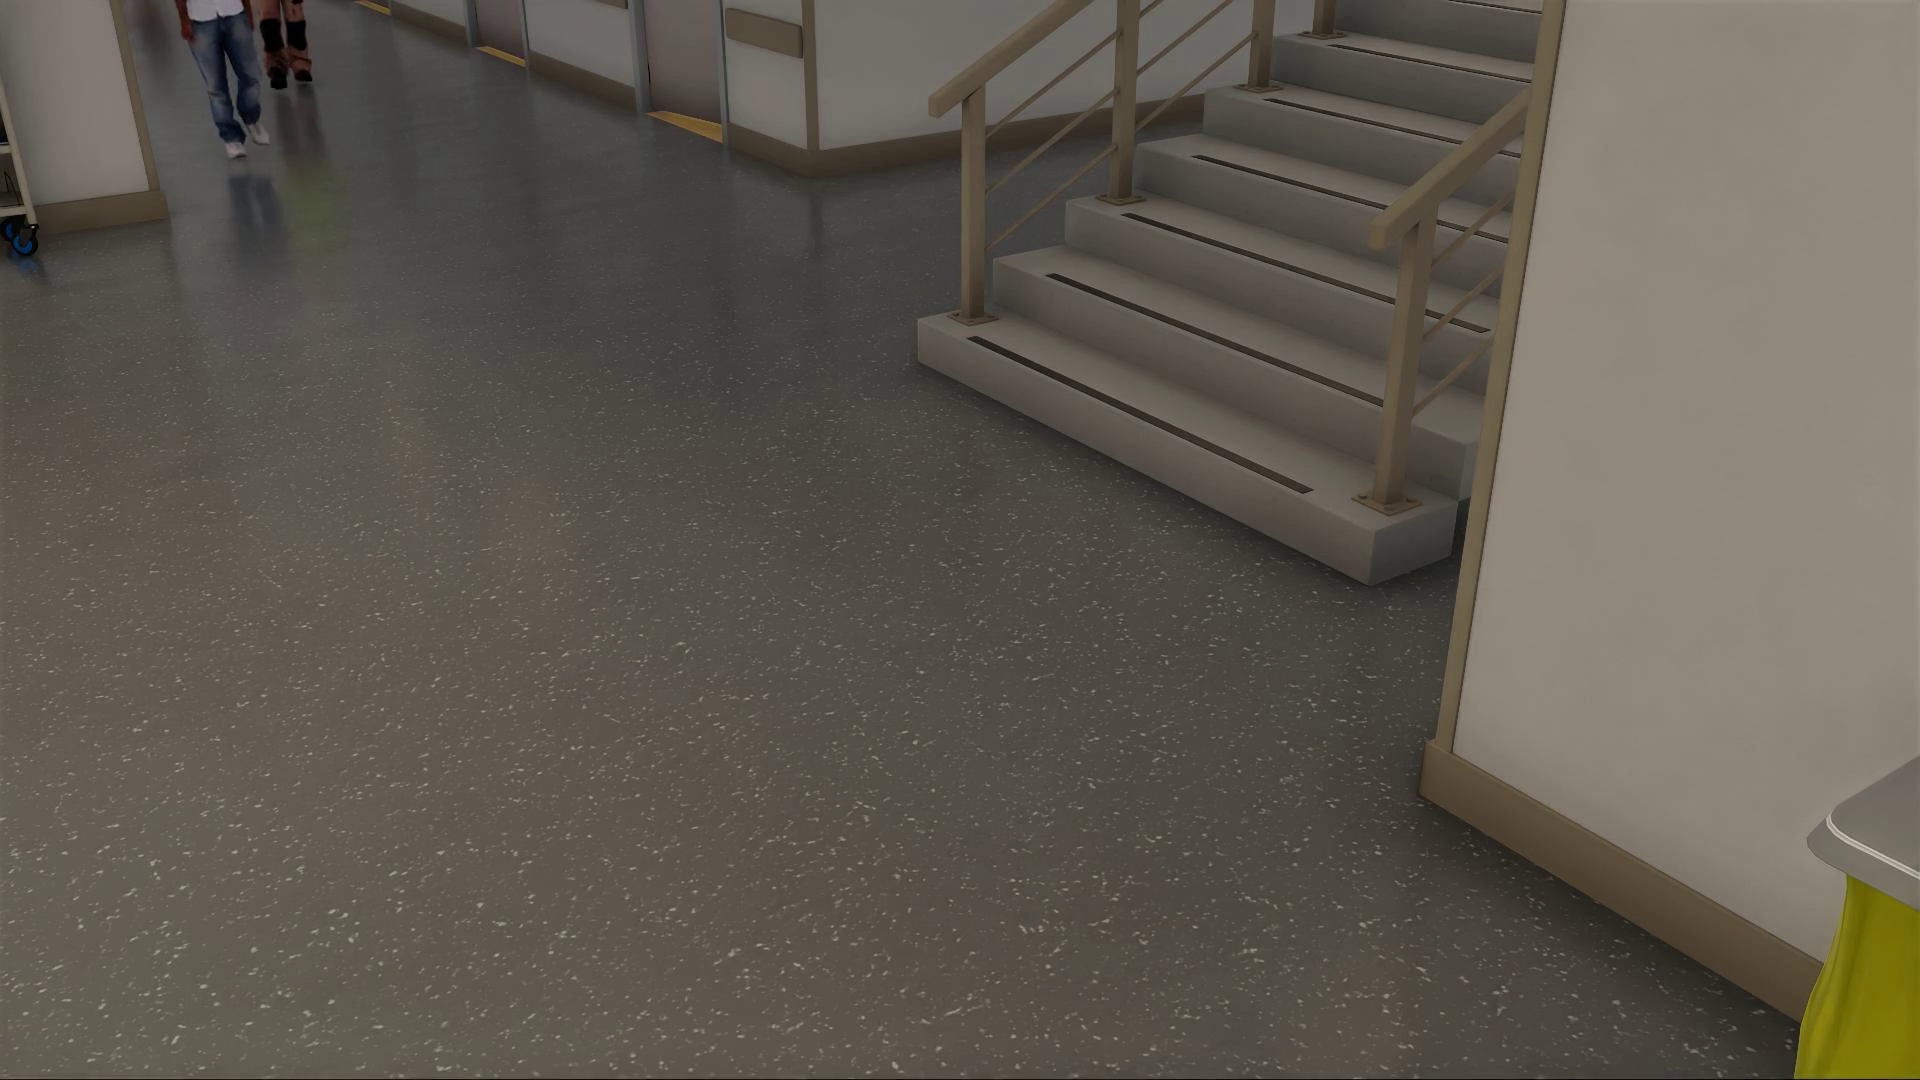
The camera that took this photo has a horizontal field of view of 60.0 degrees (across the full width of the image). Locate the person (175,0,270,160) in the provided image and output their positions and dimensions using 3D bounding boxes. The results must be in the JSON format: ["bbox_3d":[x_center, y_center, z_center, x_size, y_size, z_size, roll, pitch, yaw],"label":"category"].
[{"bbox_3d":[-4.737,-3.351,10.518,0.613,1.802,0.707,-15,30,-29],"label":"person"}]

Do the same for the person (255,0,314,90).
[{"bbox_3d":[-5.209,-4.382,12.639,0.982,1.818,0.902,-11,28,-21],"label":"person"}]
